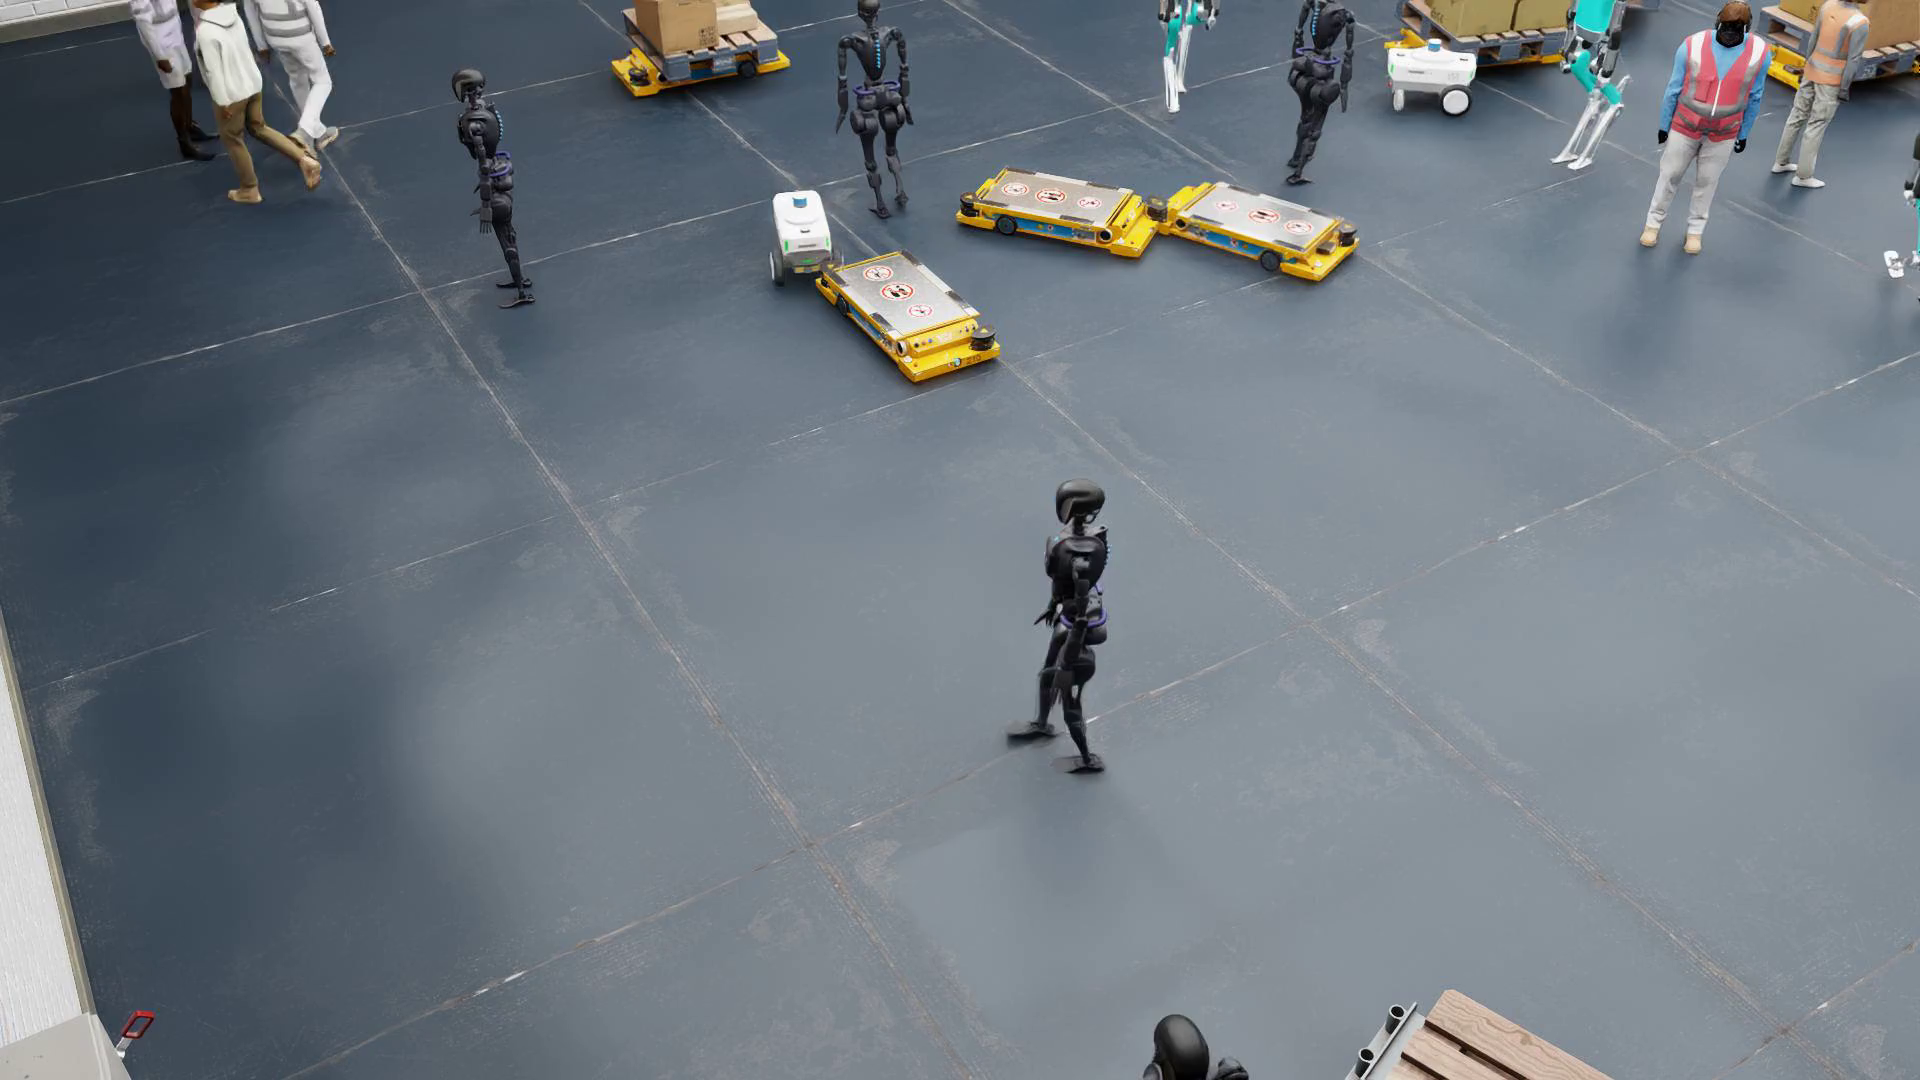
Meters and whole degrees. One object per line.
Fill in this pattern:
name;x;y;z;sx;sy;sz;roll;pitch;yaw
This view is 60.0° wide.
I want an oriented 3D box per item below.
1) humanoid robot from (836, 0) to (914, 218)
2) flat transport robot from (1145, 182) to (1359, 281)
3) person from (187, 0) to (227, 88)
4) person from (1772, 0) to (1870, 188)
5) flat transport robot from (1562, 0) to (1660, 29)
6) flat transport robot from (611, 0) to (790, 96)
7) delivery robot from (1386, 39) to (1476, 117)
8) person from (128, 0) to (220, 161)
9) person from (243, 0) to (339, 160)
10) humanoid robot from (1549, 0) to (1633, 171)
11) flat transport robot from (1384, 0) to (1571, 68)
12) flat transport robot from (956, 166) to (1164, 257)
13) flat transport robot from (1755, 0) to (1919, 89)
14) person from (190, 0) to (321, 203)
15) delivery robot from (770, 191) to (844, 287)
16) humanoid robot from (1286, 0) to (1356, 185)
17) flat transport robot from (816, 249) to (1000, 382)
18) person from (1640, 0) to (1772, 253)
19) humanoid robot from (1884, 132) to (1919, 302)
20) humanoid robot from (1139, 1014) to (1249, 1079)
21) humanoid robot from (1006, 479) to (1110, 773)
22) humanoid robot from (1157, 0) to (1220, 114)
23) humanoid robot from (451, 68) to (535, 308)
humanoid robot;-0.612;-3.157;12.147;0.591;1.645;0.381;-15;41;-18
flat transport robot;2.132;-2.293;12.185;1.431;0.231;0.659;24;44;27
person;-6.402;-4.699;13.961;0.506;1.828;0.594;-27;46;-30
person;6.551;-3.487;12.589;0.313;1.636;0.514;-8;39;-10
flat transport robot;5.986;-5.153;15.793;0.659;0.231;1.431;13;40;15
flat transport robot;-2.283;-4.222;14.620;1.431;0.231;0.659;-17;42;-21
delivery robot;3.985;-3.895;13.992;0.785;0.614;0.523;7;39;9
person;-6.124;-3.893;12.890;0.388;1.919;0.644;-1;38;-1
person;-5.195;-3.852;12.868;0.598;1.866;0.664;6;39;7
humanoid robot;4.959;-3.725;12.775;0.683;1.752;0.534;-16;41;-20
flat transport robot;4.595;-4.409;14.855;1.431;0.231;0.659;-9;39;-11
flat transport robot;0.754;-2.451;12.384;1.431;0.231;0.659;15;41;18
flat transport robot;7.773;-4.223;14.620;1.431;0.231;0.659;-15;41;-18
person;-5.253;-3.284;12.245;0.688;1.739;0.522;9;39;11
delivery robot;-1.117;-2.164;11.797;0.499;0.601;0.805;-7;39;-9
humanoid robot;2.698;-3.532;12.627;0.467;1.641;0.615;-26;45;-29
flat transport robot;-0.373;-1.553;11.252;0.659;0.231;1.431;-20;43;-23
person;5.232;-2.894;11.691;0.629;1.836;0.431;12;40;15
humanoid robot;6.588;-2.288;11.019;0.537;1.739;1.028;5;39;7
humanoid robot;0.691;2.100;5.513;0.588;1.647;0.363;-15;41;-18
humanoid robot;0.467;0.429;7.627;0.464;1.656;0.601;-1;38;-2
humanoid robot;1.837;-4.394;13.650;0.545;1.750;0.957;-4;39;-5
humanoid robot;-3.129;-2.351;11.113;0.315;1.657;0.599;-7;39;-9
